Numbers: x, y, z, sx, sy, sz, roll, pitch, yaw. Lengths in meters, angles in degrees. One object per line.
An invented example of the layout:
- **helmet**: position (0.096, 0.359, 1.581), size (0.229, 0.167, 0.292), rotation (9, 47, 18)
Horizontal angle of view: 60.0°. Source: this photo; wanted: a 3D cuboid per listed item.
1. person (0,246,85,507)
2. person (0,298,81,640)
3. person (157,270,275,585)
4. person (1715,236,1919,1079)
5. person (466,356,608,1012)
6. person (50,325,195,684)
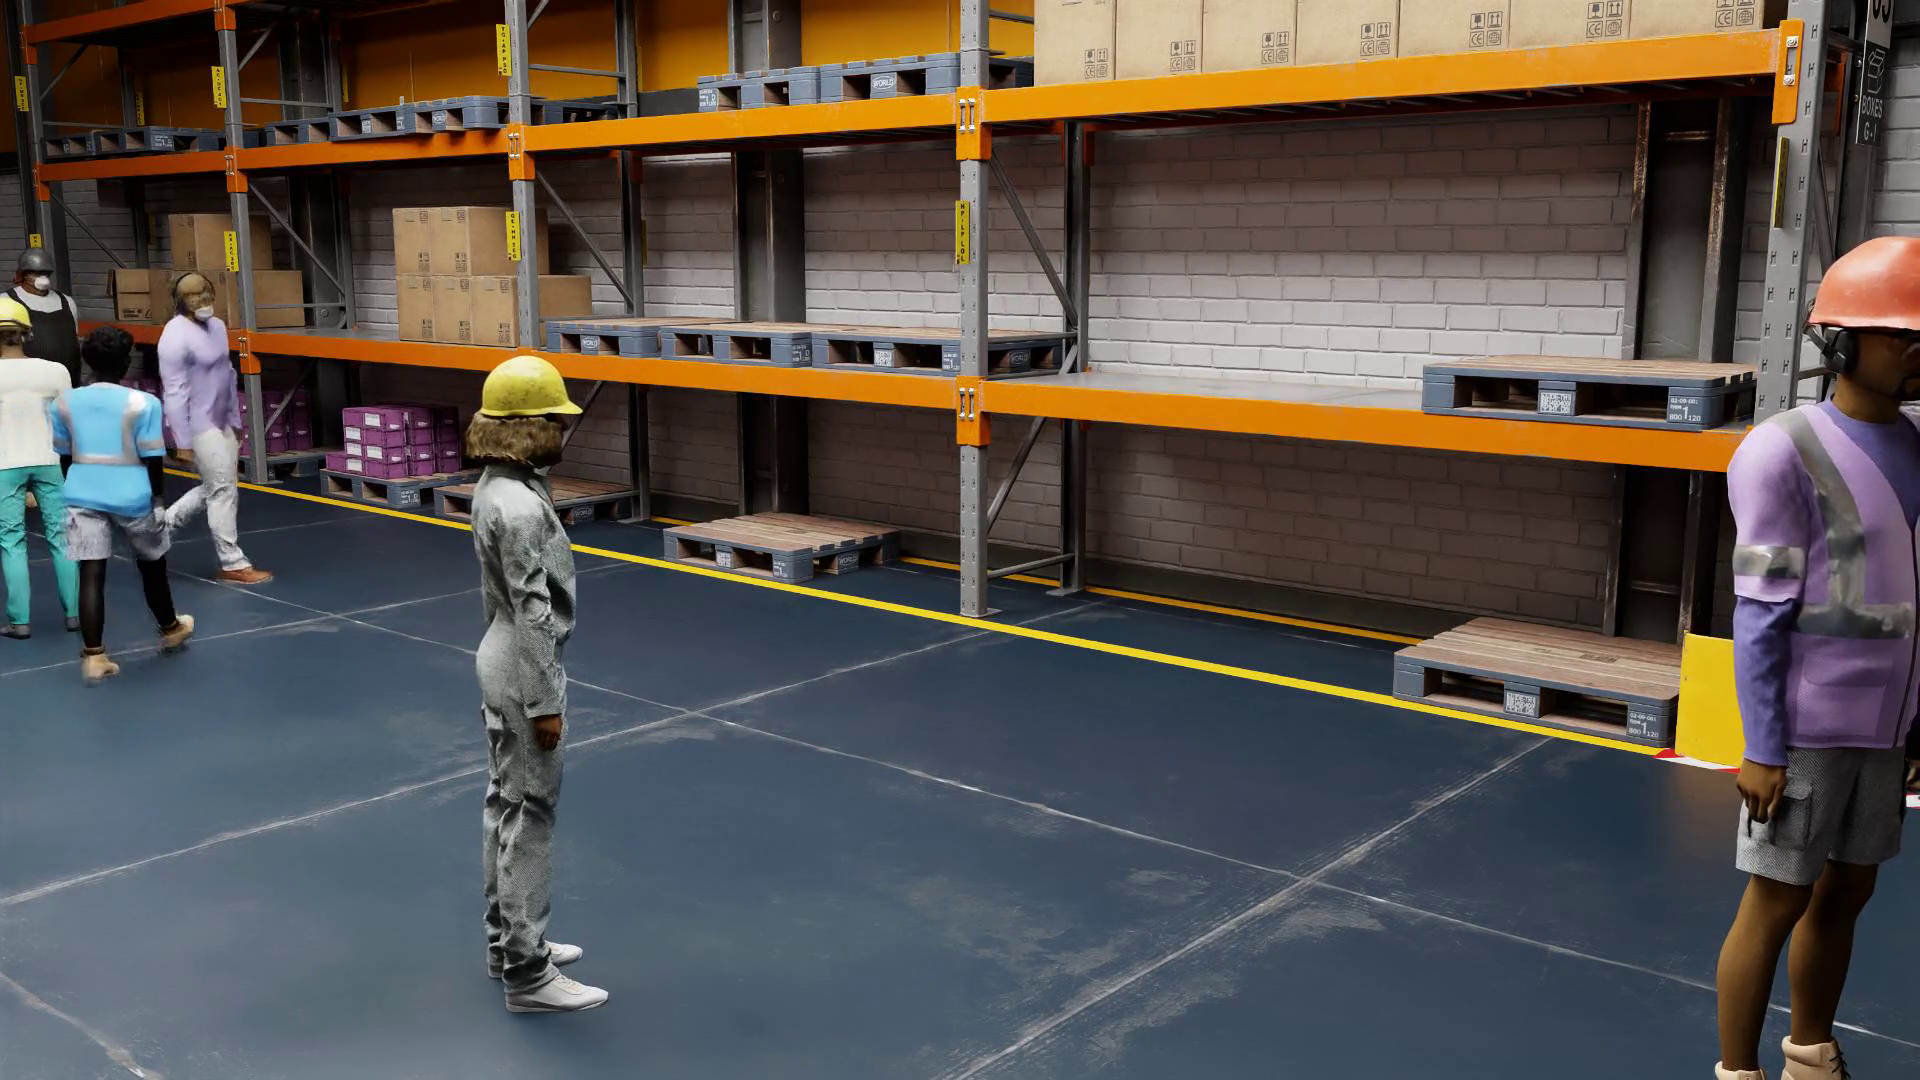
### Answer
- **person**: position (-7.212, -1.293, 13.141), size (0.537, 2.000, 0.679), rotation (6, 12, 32)
- **person**: position (-4.878, -0.368, 8.666), size (0.530, 1.765, 0.326), rotation (-9, 13, -41)
- **person**: position (-4.566, -0.642, 9.862), size (0.750, 1.898, 0.670), rotation (-1, 10, -3)
- **person**: position (1.911, 0.384, 3.589), size (0.608, 2.044, 0.373), rotation (-5, 11, -28)
- **person**: position (-1.139, 0.381, 4.457), size (0.306, 1.743, 0.494), rotation (-4, 11, -23)
- **person**: position (-4.012, -0.194, 7.957), size (0.548, 1.647, 0.860), rotation (-1, 10, -4)
